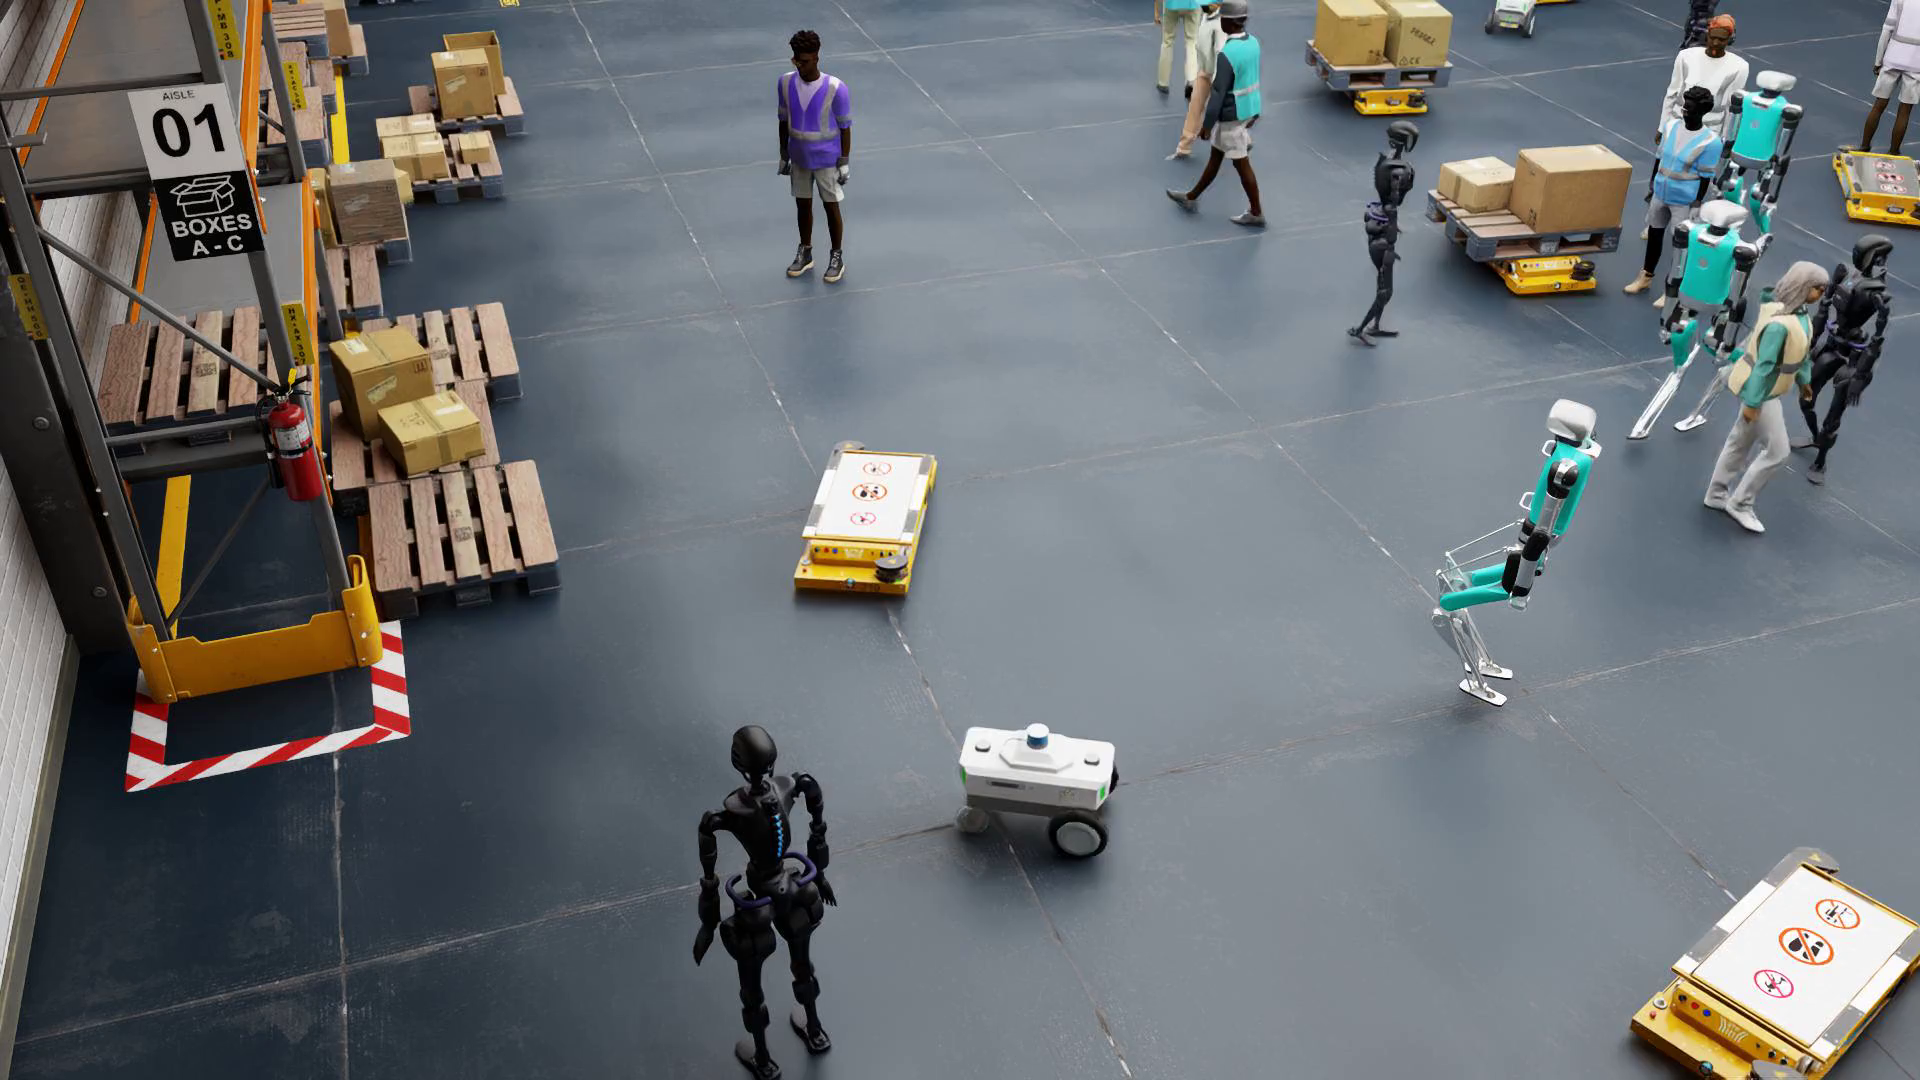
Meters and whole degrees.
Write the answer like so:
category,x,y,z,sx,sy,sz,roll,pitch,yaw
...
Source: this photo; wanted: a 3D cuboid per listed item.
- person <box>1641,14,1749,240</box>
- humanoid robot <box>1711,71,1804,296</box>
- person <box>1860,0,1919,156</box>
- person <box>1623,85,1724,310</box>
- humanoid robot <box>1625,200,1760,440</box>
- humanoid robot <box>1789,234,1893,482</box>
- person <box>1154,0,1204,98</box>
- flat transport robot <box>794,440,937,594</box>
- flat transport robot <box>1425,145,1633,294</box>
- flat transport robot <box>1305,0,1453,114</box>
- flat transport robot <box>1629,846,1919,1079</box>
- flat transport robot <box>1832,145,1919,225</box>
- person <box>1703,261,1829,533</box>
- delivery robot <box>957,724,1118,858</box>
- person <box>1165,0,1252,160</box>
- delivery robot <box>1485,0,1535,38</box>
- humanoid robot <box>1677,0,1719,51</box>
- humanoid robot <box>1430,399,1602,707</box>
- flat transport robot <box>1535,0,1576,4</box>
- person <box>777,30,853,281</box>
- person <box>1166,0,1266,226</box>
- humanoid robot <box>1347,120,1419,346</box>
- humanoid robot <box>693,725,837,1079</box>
category,x,y,z,sx,sy,sz,roll,pitch,yaw
person,5.951,-3.308,13.462,0.577,1.879,0.351,23,40,31
humanoid robot,6.080,-2.735,12.682,0.672,1.769,0.537,-25,41,-33
person,8.497,-4.282,14.900,0.373,1.935,0.549,-27,42,-35
person,5.387,-2.584,12.520,0.317,1.692,0.533,-16,36,-23
humanoid robot,4.807,-1.382,10.631,0.912,1.740,0.535,-24,40,-31
humanoid robot,5.514,-1.154,10.345,0.421,1.646,0.596,-7,34,-11
person,2.218,-5.329,16.606,0.586,1.823,0.634,0,33,1
flat transport robot,-0.549,-0.156,10.098,0.659,0.231,1.431,4,33,5
flat transport robot,4.528,-2.382,13.512,0.659,0.231,1.431,-5,33,-8
flat transport robot,4.230,-4.665,17.013,0.659,0.231,1.431,-3,33,-5
flat transport robot,3.519,1.841,7.035,1.431,0.231,0.659,-26,41,-33
flat transport robot,8.133,-3.123,14.648,0.659,0.231,1.431,10,34,15
person,4.821,-0.844,9.842,0.547,1.690,0.476,20,38,27
delivery robot,0.383,1.140,7.865,0.811,0.613,0.499,6,34,9
person,2.352,-4.245,15.155,0.840,1.649,0.502,-11,35,-16
delivery robot,6.307,-6.059,18.882,0.499,0.586,0.765,15,36,21
humanoid robot,7.073,-4.766,15.881,0.379,1.639,0.589,2,33,3
humanoid robot,2.695,0.035,8.344,0.735,1.671,0.533,17,37,24
flat transport robot,6.980,-6.849,20.363,0.659,0.231,1.431,-8,34,-12
person,-1.129,-2.958,12.843,0.611,1.963,0.362,12,35,18
person,2.215,-3.562,13.845,0.972,1.880,0.586,17,37,24
humanoid robot,3.076,-2.218,11.970,0.362,1.650,0.608,5,33,7
humanoid robot,-0.746,1.403,6.414,0.612,1.654,0.310,-23,39,-30
